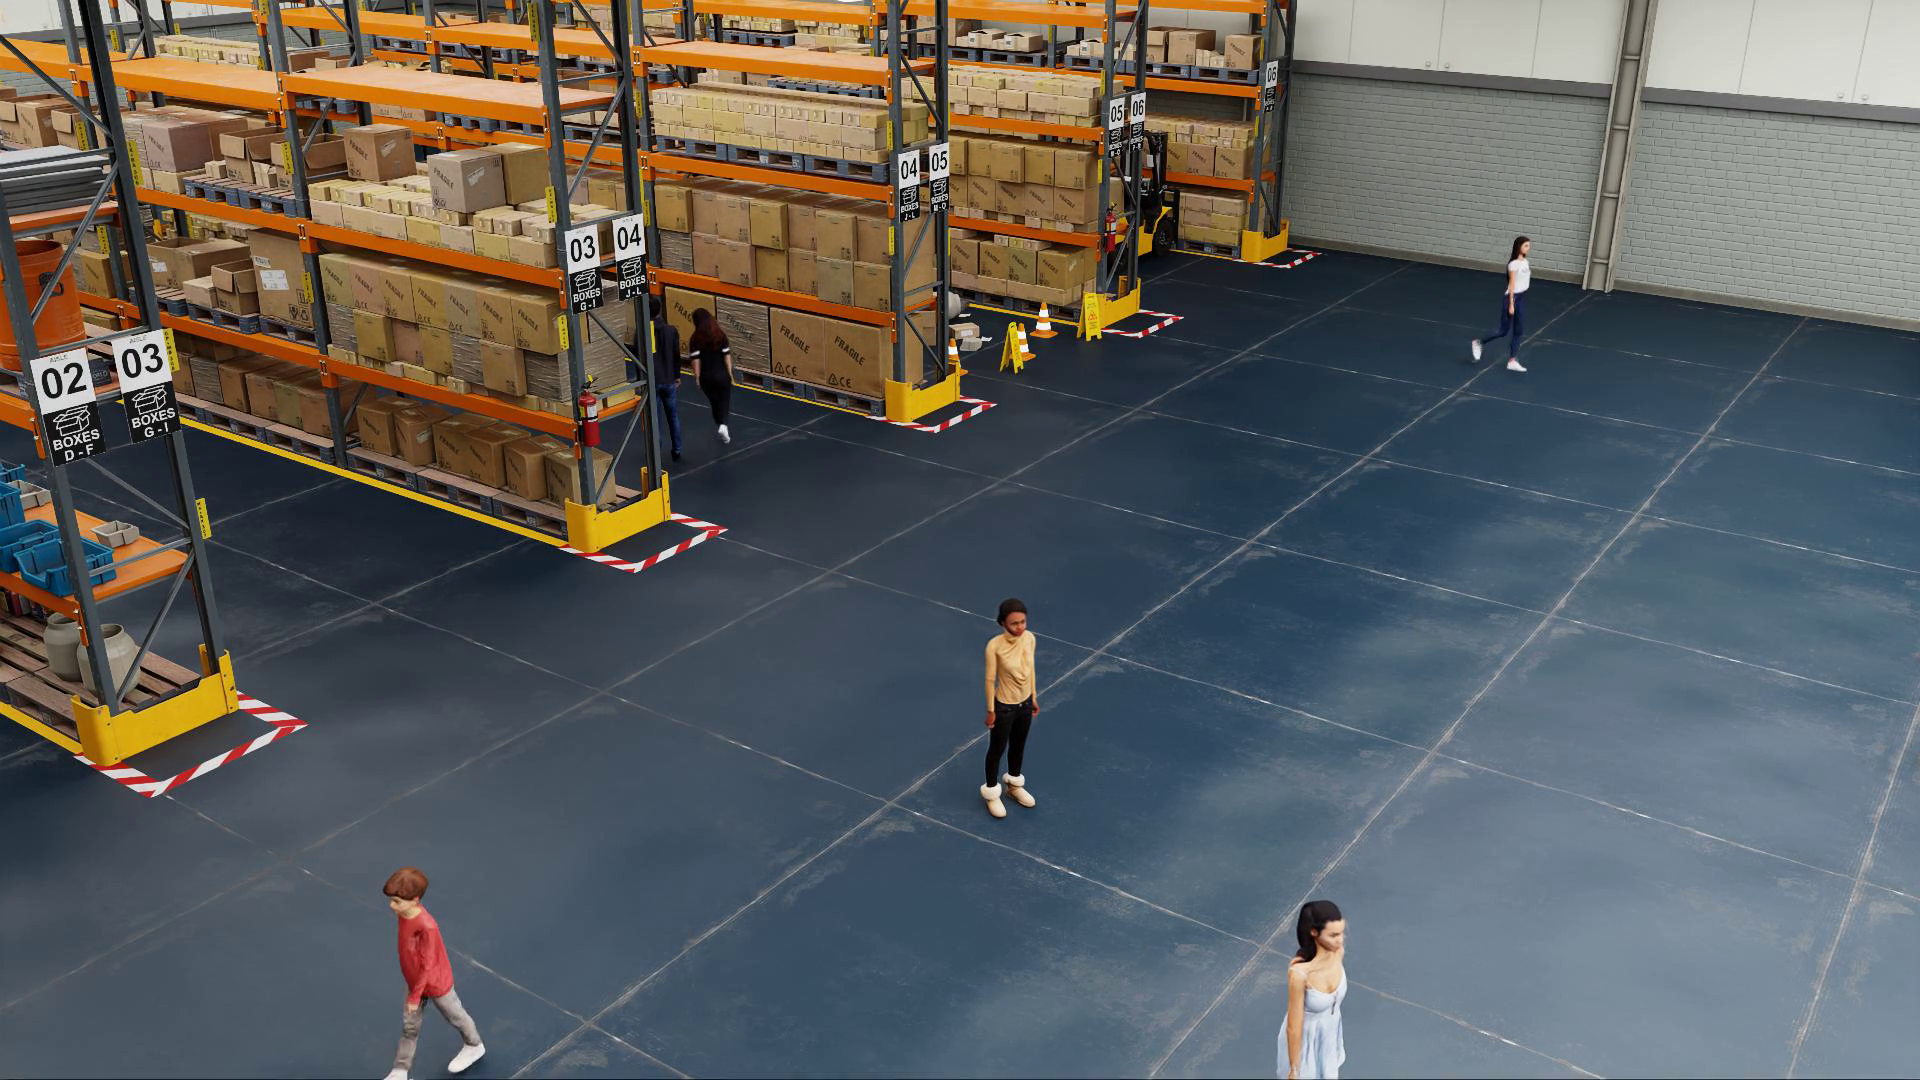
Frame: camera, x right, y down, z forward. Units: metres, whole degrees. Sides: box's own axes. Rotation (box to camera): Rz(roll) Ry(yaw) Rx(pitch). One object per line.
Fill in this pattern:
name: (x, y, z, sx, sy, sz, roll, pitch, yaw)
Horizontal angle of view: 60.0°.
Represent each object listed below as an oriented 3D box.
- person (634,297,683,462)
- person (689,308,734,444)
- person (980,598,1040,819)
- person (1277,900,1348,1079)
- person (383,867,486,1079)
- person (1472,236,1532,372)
person: (-3.353, -1.779, 18.538, 0.756, 1.895, 0.739, -12, 26, -26)
person: (-2.823, -1.835, 19.035, 0.856, 1.609, 0.916, -2, 23, -5)
person: (0.363, 1.170, 11.905, 0.672, 1.659, 0.660, -14, 27, -30)
person: (1.781, 2.578, 8.501, 0.573, 1.731, 0.618, 21, 31, 40)
person: (-2.908, 2.422, 9.309, 0.840, 1.387, 0.596, 17, 28, 34)
person: (7.167, -3.099, 21.820, 1.044, 1.756, 0.720, 21, 31, 40)
